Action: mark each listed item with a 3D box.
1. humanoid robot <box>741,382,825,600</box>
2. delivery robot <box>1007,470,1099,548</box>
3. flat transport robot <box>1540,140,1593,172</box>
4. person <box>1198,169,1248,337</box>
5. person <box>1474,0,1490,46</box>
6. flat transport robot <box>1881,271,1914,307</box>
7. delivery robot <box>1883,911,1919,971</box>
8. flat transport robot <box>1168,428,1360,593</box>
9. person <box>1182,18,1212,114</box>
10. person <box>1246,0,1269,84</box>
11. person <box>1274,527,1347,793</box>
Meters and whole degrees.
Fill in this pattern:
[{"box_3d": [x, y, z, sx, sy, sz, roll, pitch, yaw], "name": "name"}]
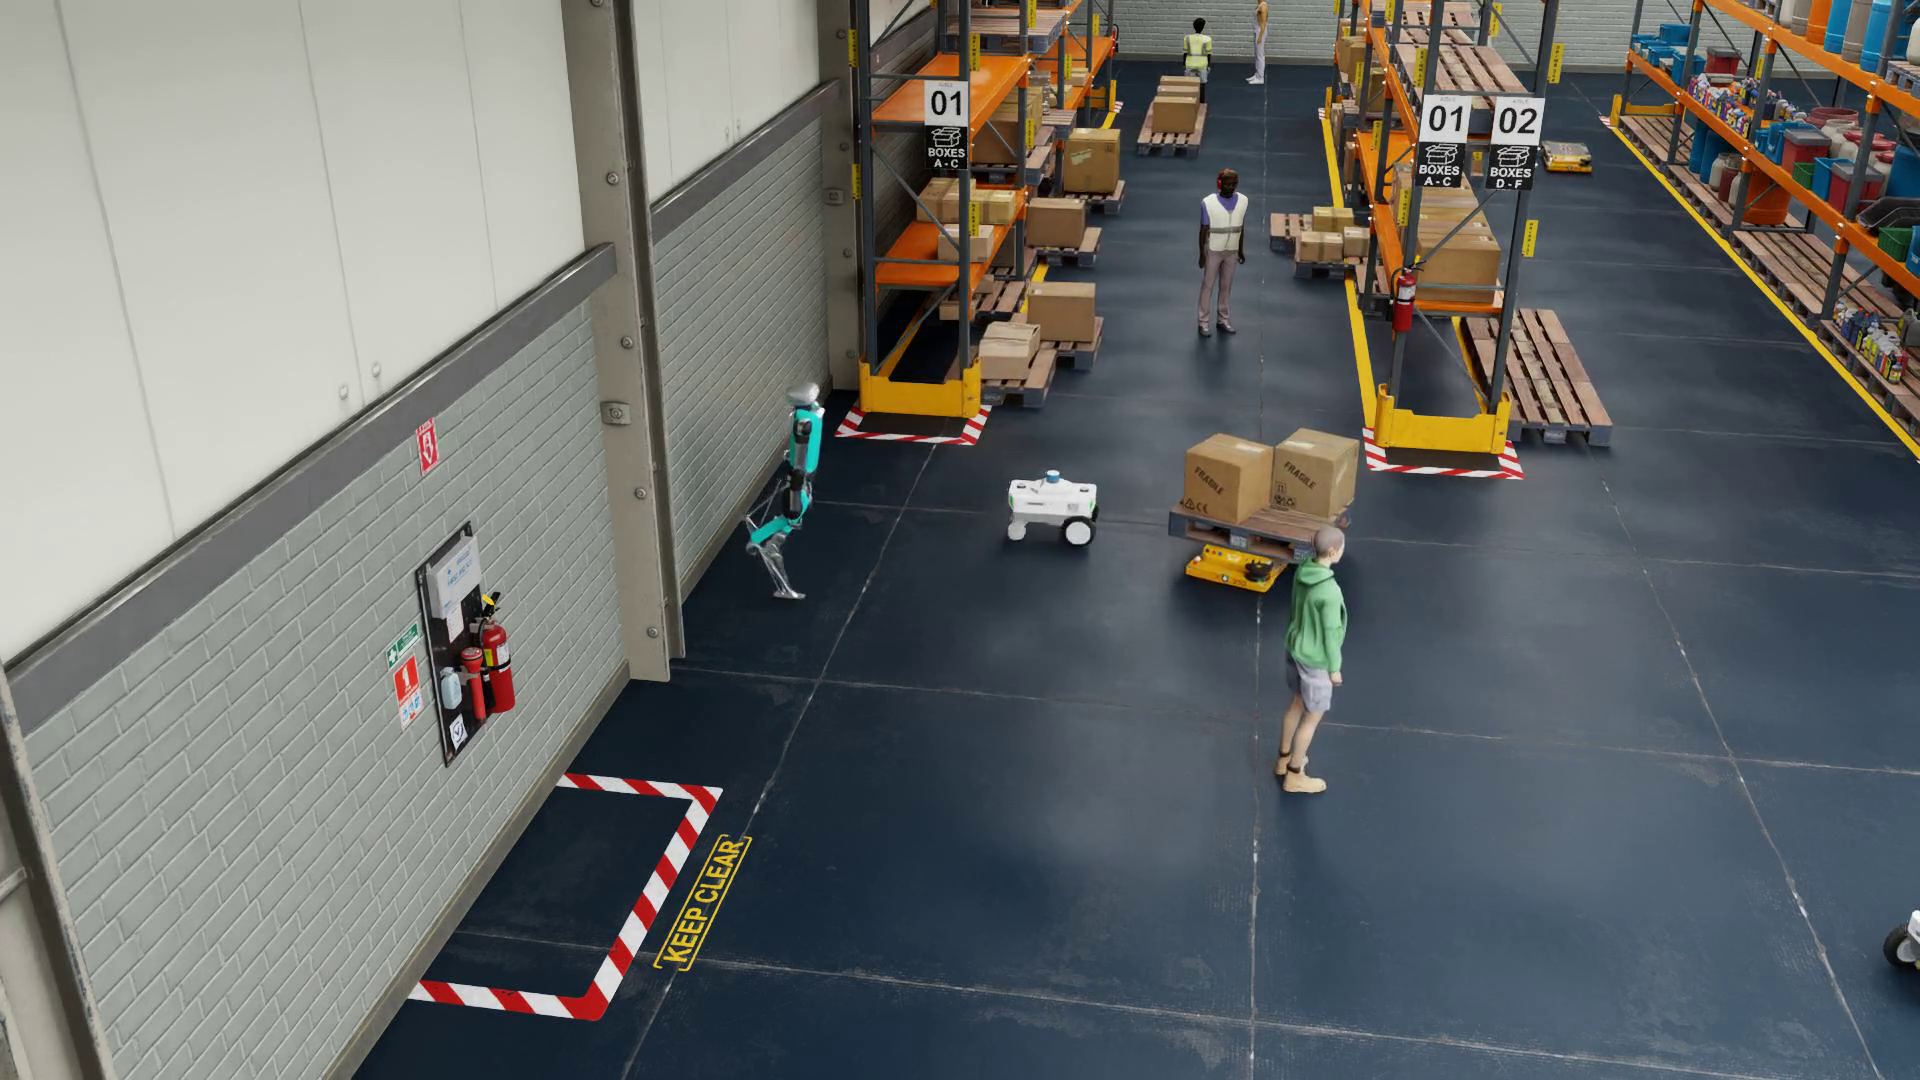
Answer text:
[{"box_3d": [-1.344, -0.272, 12.291, 0.755, 1.859, 0.532, 3, 25, 5], "name": "humanoid robot"}, {"box_3d": [0.780, -0.266, 13.611, 0.807, 0.613, 0.499, 3, 25, 7], "name": "delivery robot"}, {"box_3d": [9.607, -6.085, 26.381, 0.659, 0.231, 1.431, 6, 26, 12], "name": "flat transport robot"}, {"box_3d": [2.869, -3.168, 18.278, 0.564, 1.841, 0.382, -10, 27, -20], "name": "person"}, {"box_3d": [9.859, -9.423, 31.800, 0.877, 1.726, 0.529, -6, 26, -12], "name": "person"}, {"box_3d": [11.371, -2.701, 19.139, 0.659, 0.231, 1.431, 4, 25, 9], "name": "flat transport robot"}, {"box_3d": [5.231, 2.102, 8.513, 0.750, 0.587, 0.525, -2, 25, -5], "name": "delivery robot"}, {"box_3d": [2.391, 0.007, 13.343, 0.659, 0.231, 1.431, 14, 28, 27], "name": "flat transport robot"}, {"box_3d": [4.244, -8.491, 29.842, 0.536, 1.695, 0.321, 8, 26, 17], "name": "person"}, {"box_3d": [5.854, -9.963, 32.795, 0.386, 1.859, 0.522, 1, 25, 3], "name": "person"}, {"box_3d": [2.121, 0.721, 10.095, 0.314, 1.726, 0.482, -6, 26, -12], "name": "person"}]
